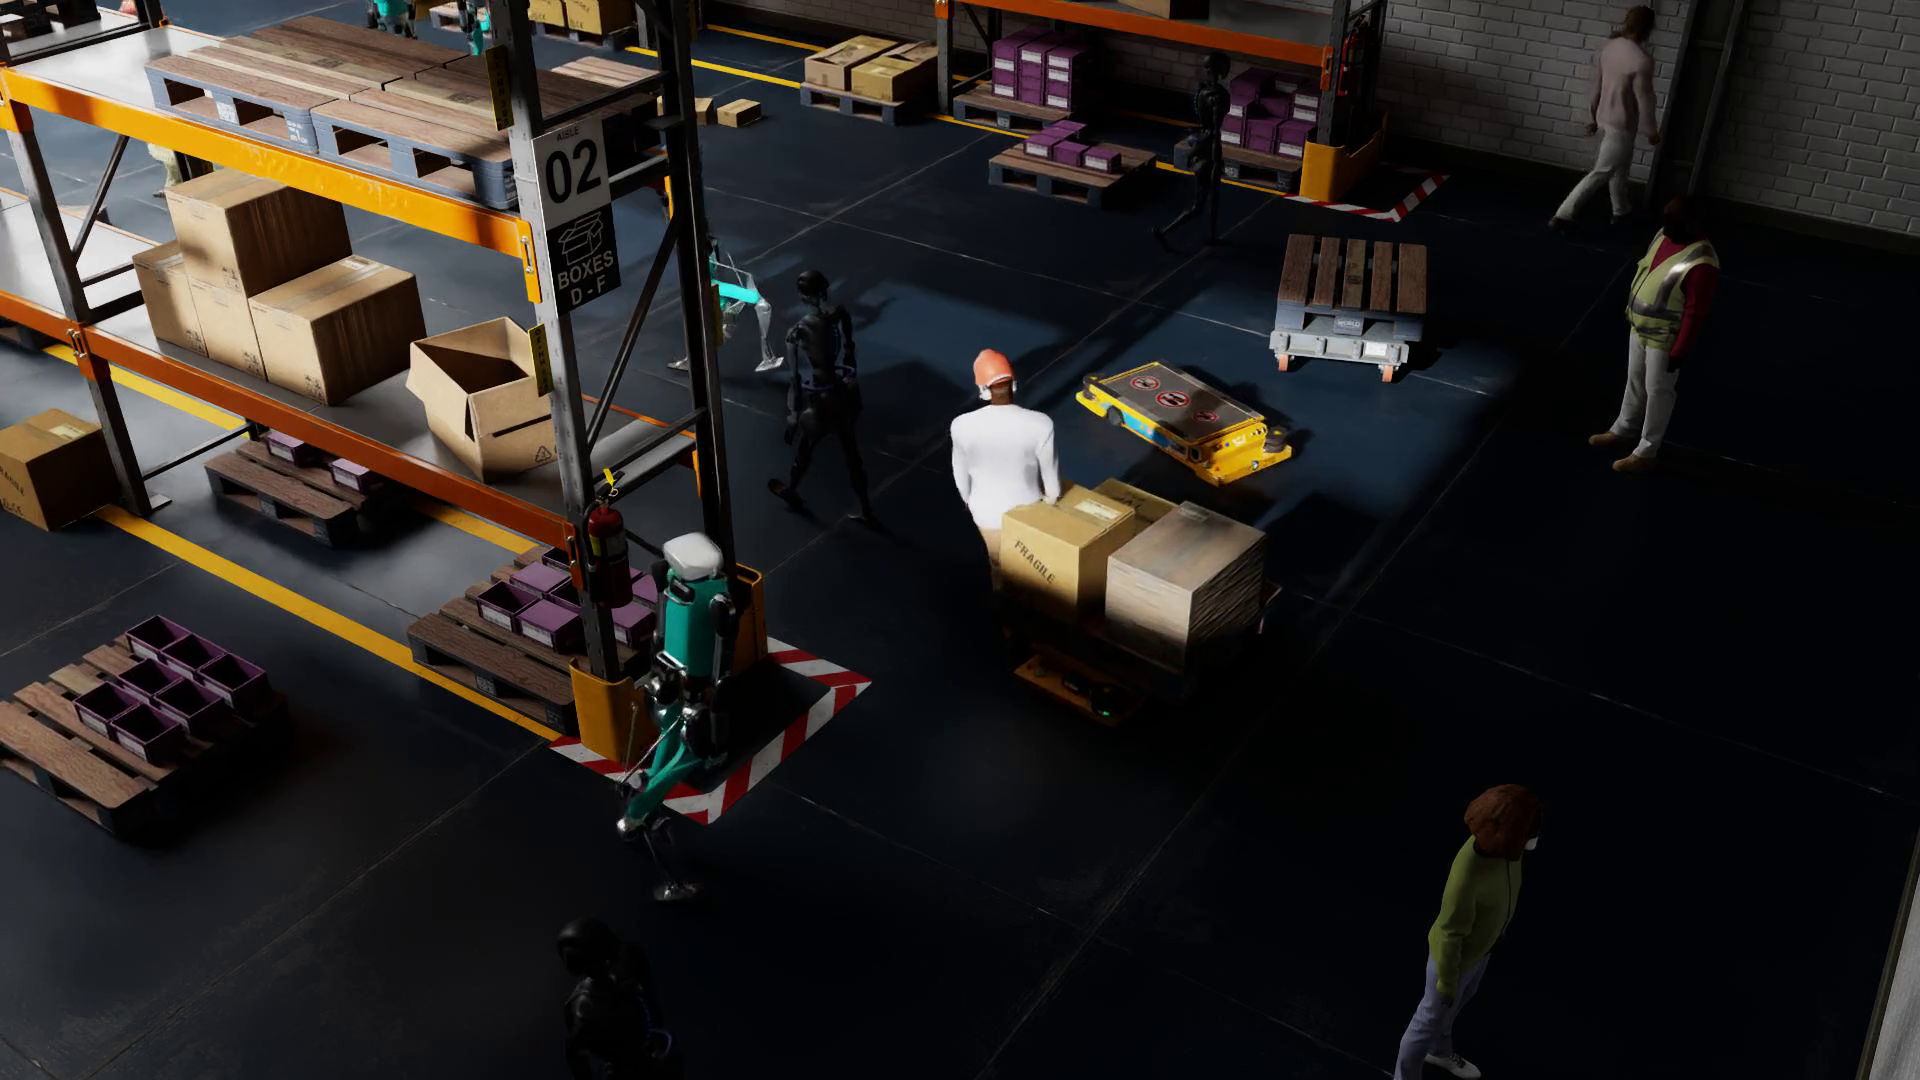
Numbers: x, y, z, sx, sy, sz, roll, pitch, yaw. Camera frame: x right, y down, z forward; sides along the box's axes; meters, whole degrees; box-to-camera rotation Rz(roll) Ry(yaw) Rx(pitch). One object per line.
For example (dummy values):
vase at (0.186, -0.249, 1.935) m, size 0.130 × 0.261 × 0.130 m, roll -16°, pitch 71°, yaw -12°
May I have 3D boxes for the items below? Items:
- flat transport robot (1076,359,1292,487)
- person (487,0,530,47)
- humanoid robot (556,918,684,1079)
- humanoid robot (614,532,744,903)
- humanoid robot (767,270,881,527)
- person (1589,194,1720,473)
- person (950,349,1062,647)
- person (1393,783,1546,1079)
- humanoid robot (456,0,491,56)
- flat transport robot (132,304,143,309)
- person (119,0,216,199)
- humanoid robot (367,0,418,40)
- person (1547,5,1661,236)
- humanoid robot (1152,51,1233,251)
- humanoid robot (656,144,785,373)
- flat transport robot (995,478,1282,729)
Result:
flat transport robot at (1.481, -0.816, 11.127) m, size 0.659 × 0.231 × 1.431 m, roll -21°, pitch 39°, yaw -29°
person at (-4.045, -4.378, 15.061) m, size 0.488 × 1.953 × 0.417 m, roll 27°, pitch 42°, yaw 35°
humanoid robot at (-1.132, 1.898, 5.715) m, size 0.824 × 1.616 × 0.615 m, roll 8°, pitch 34°, yaw 12°
humanoid robot at (-1.326, 0.885, 7.224) m, size 0.843 × 1.820 × 0.531 m, roll -28°, pitch 42°, yaw -36°
humanoid robot at (-0.832, -0.860, 9.936) m, size 0.782 × 1.622 × 0.604 m, roll 24°, pitch 40°, yaw 32°
person at (4.373, -1.296, 10.426) m, size 0.431 × 1.841 × 0.620 m, roll -3°, pitch 33°, yaw -5°
person at (0.243, -0.205, 8.868) m, size 0.587 × 1.710 × 0.415 m, roll 0°, pitch 33°, yaw 0°
person at (1.916, 1.542, 6.260) m, size 0.285 × 1.626 × 0.494 m, roll 24°, pitch 40°, yaw 32°
humanoid robot at (-4.837, -5.222, 16.591) m, size 0.543 × 1.740 × 1.009 m, roll -24°, pitch 40°, yaw -32°
flat transport robot at (-5.644, -1.667, 12.436) m, size 1.431 × 0.231 × 0.659 m, roll 20°, pitch 38°, yaw 28°
person at (-6.854, -3.752, 14.285) m, size 0.562 × 1.736 × 0.576 m, roll -4°, pitch 33°, yaw -5°
humanoid robot at (-5.567, -4.829, 15.990) m, size 1.012 × 1.775 × 0.543 m, roll 20°, pitch 38°, yaw 28°
person at (5.395, -3.430, 13.657) m, size 0.958 × 1.895 × 0.638 m, roll -5°, pitch 33°, yaw -7°
humanoid robot at (1.923, -3.137, 13.427) m, size 0.677 × 1.637 × 0.593 m, roll -1°, pitch 33°, yaw -2°
humanoid robot at (-1.587, -1.859, 11.460) m, size 1.065 × 1.774 × 0.531 m, roll 6°, pitch 33°, yaw 9°
flat transport robot at (0.990, 0.501, 9.103) m, size 0.659 × 0.231 × 1.431 m, roll 25°, pitch 40°, yaw 33°
